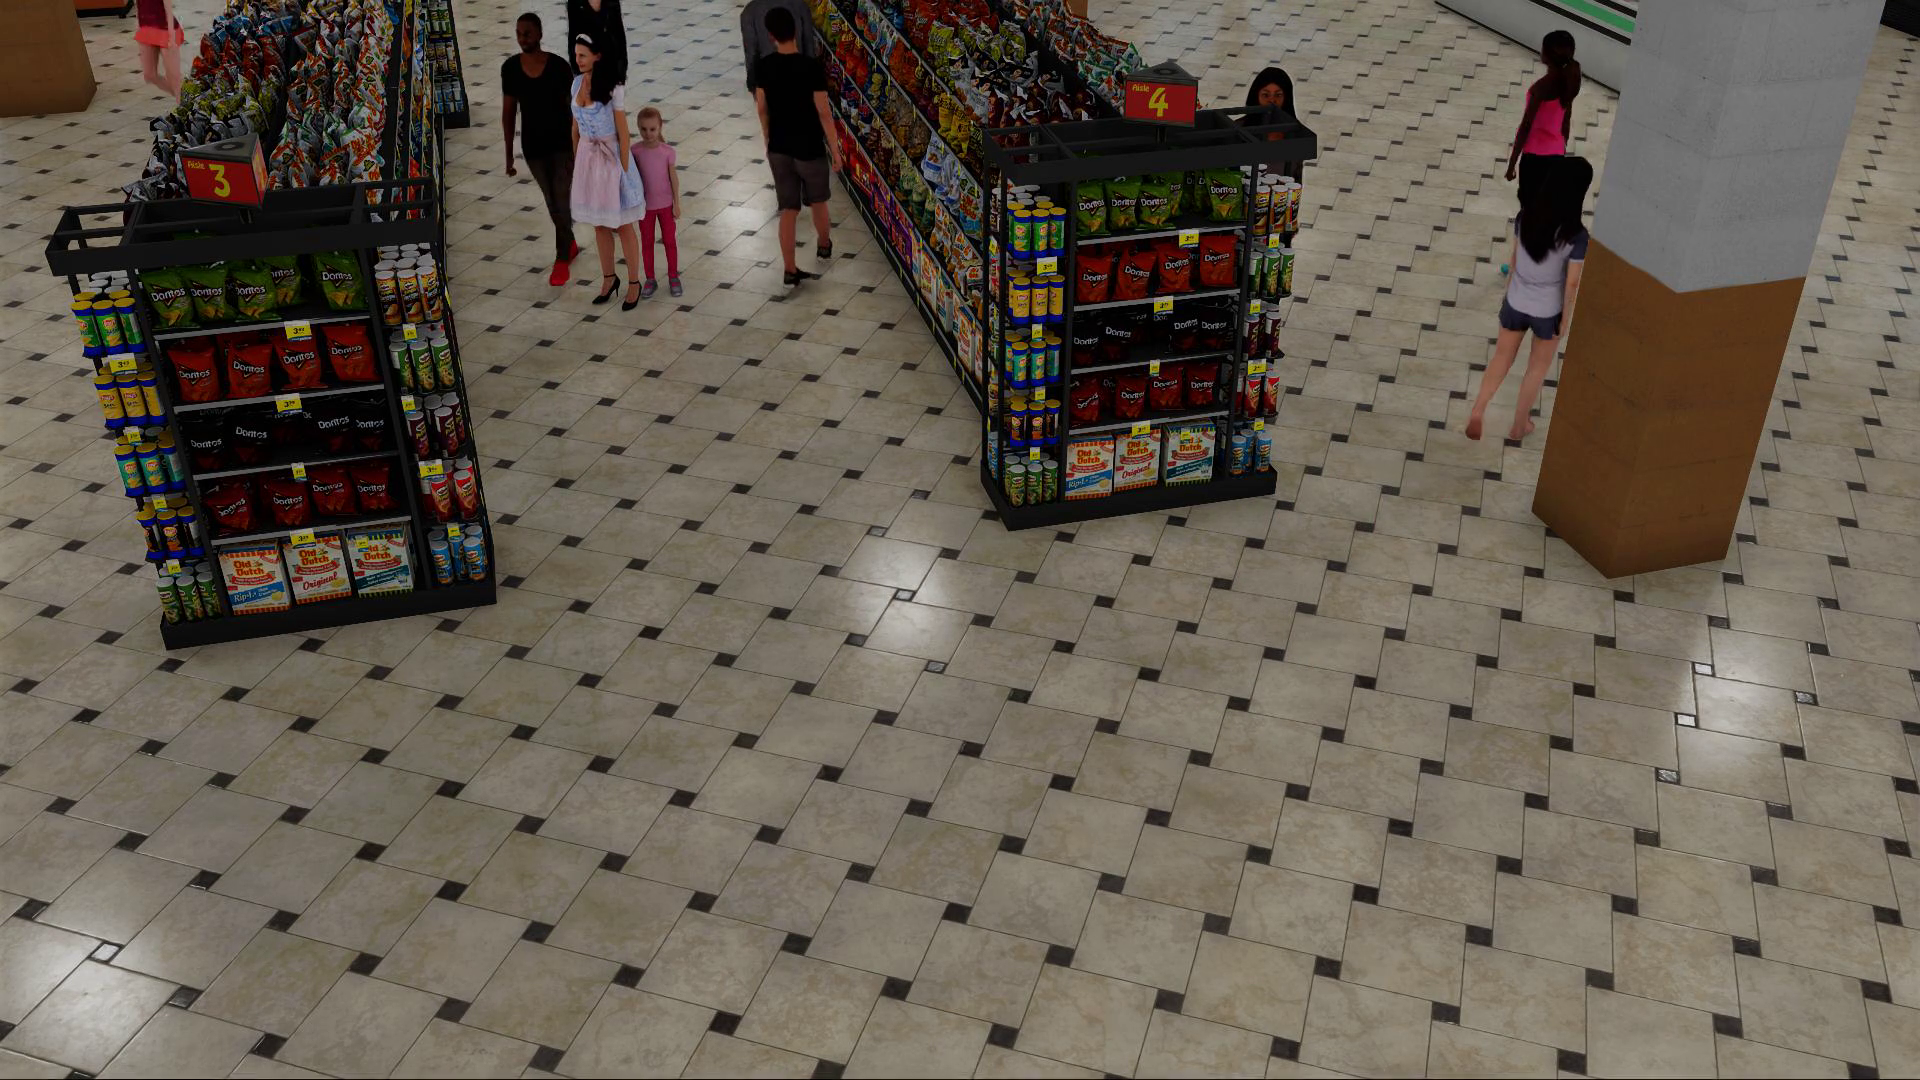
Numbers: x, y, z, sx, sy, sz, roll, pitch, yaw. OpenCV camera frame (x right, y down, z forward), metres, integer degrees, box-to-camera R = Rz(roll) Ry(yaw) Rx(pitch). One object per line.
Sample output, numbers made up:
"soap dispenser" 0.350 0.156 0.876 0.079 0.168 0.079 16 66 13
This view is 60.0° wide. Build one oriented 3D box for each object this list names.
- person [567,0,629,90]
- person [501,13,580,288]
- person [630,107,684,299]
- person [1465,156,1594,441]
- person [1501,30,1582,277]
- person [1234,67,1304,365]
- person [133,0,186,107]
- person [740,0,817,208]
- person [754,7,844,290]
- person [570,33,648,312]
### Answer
"person" -2.844 -3.739 13.116 0.641 1.667 1.028 -10 33 -16
"person" -2.770 -2.702 11.344 0.902 1.778 1.086 4 32 7
"person" -2.038 -2.266 11.119 0.510 1.275 0.543 -4 32 -6
"person" 3.108 -1.258 9.111 0.924 1.685 0.918 27 41 36
"person" 3.945 -2.518 11.108 0.668 1.715 0.690 -18 36 -27
"person" 1.802 -1.940 10.060 0.701 1.842 0.676 -1 32 -1
"person" -6.590 -4.227 13.831 0.735 1.740 0.825 9 33 15
"person" -1.283 -3.309 12.251 0.748 1.850 0.898 -5 32 -8
"person" -1.130 -2.547 11.073 1.052 1.801 1.268 6 32 10
"person" -2.297 -2.372 10.779 0.860 1.816 0.919 16 35 24
